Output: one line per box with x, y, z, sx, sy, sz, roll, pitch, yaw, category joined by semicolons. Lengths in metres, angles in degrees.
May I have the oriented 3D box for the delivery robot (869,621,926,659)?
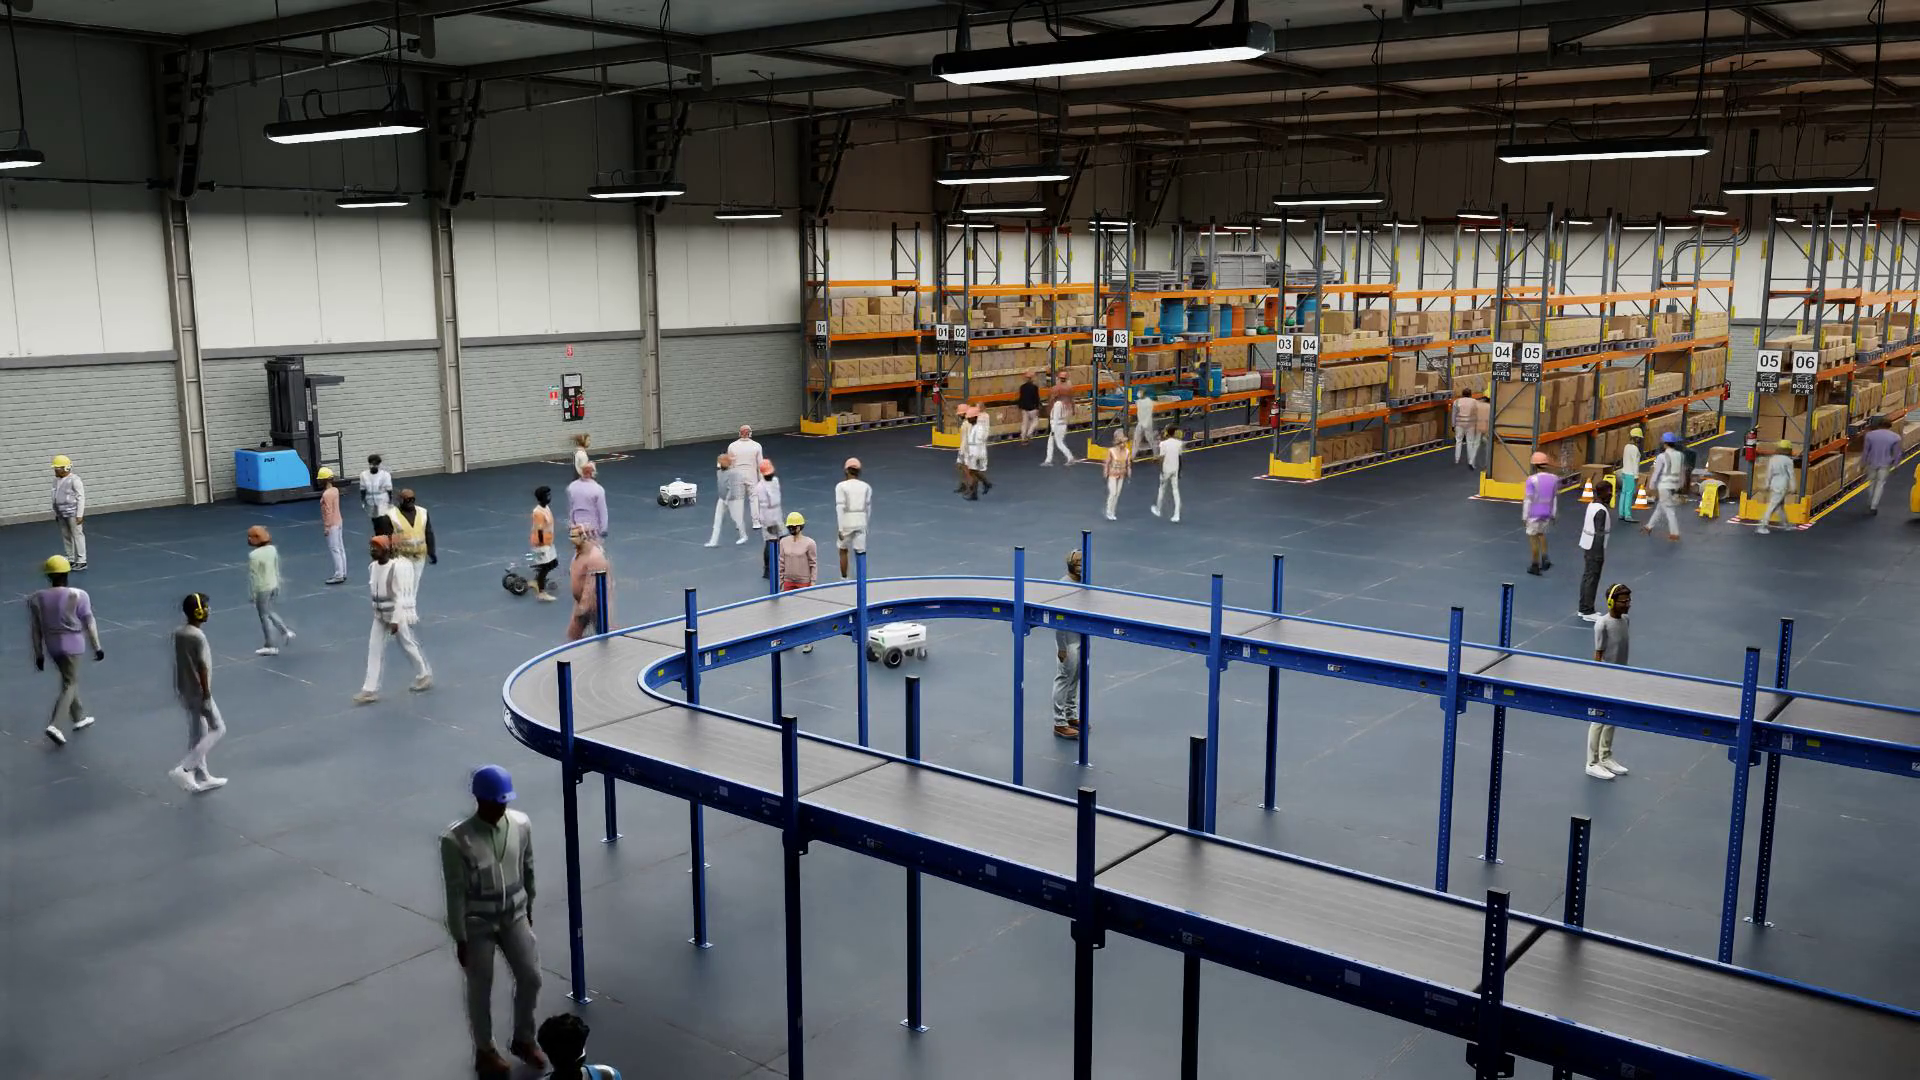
-0.761;1.183;19.097;0.707;0.478;0.477;-8;13;-39;delivery robot

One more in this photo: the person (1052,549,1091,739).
1.165;1.047;16.116;0.371;1.939;0.629;6;12;30;person

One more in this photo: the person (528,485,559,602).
-5.980;0.051;22.456;0.384;1.685;0.538;0;10;1;person

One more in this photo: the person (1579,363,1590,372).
19.138;-4.604;47.957;0.545;1.929;0.389;-3;11;-17;person

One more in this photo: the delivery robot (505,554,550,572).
-6.385;0.324;23.205;0.698;0.223;0.335;-6;12;-30;delivery robot

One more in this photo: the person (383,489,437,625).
-7.356;0.230;21.079;0.628;1.809;0.861;-9;14;-42;person

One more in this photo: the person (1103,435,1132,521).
2.994;-1.174;29.547;0.540;1.604;0.615;-6;12;-29;person

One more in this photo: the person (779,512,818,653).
-2.039;0.522;19.555;0.533;1.767;0.312;4;11;21;person

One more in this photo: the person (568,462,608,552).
-5.561;-0.222;23.395;0.665;1.889;0.506;5;11;24;person

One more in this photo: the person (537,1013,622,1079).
-1.680;2.832;6.746;0.540;1.695;0.317;-7;12;-36;person

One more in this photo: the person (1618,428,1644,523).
12.631;-1.223;29.405;0.328;1.760;0.524;0;10;1;person

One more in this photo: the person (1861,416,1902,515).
17.891;-1.459;30.366;0.647;1.879;1.023;8;13;37;person

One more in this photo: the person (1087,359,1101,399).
4.186;-4.796;49.254;0.567;1.848;0.389;8;13;39;person

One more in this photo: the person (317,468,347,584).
-9.555;-0.223;23.754;0.328;1.765;0.528;-1;10;-5;person

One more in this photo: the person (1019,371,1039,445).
1.843;-3.523;41.744;0.736;1.967;0.484;8;13;40;person

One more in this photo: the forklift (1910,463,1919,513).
19.034;-1.348;28.998;2.313;2.155;1.214;8;13;37;forklift

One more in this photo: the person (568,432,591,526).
-6.736;-1.005;27.953;0.452;1.836;0.532;-3;11;-17;person

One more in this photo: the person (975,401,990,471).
0.464;-2.431;36.552;0.497;1.633;0.284;8;13;37;person

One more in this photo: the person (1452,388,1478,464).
12.223;-2.765;37.844;0.630;1.842;0.429;4;11;21;person

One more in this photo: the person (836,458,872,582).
-1.570;-0.202;23.031;0.630;1.974;0.860;-6;12;-30;person

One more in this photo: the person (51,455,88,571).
-14.103;-0.431;24.731;0.593;1.832;0.403;5;11;25;person

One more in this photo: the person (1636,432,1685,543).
12.328;-0.945;27.440;0.634;1.891;0.983;-5;11;-28;person

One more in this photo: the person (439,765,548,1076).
-2.737;2.273;9.265;0.613;1.929;0.579;-9;14;-42;person

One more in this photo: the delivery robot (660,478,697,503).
-5.639;-0.994;31.352;0.707;0.478;0.477;-9;13;-41;delivery robot

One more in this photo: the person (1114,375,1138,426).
4.418;-3.377;41.104;0.674;1.899;1.027;6;12;31;person

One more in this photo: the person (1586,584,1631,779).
6.170;1.322;14.802;0.516;1.865;0.327;-8;13;-36;person

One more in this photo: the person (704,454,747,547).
-4.007;-0.690;26.883;0.501;1.591;0.839;8;13;40;person

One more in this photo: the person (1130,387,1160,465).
4.411;-2.736;37.594;1.030;1.879;0.647;-6;12;-30;person

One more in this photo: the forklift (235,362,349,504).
-13.803;-2.244;32.110;1.129;2.768;1.873;8;13;37;forklift

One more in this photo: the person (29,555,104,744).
-9.181;1.099;15.982;0.590;1.892;0.929;1;10;3;person

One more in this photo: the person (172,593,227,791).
-7.016;1.408;14.359;0.508;1.849;0.471;8;13;37;person

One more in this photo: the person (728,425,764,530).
-3.893;-1.142;28.528;0.652;1.906;0.405;0;10;-1;person

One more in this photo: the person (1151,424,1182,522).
3.956;-1.283;29.568;0.539;1.815;1.020;-3;11;-18;person

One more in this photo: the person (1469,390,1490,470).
12.339;-2.605;36.854;0.588;1.883;0.982;8;13;39;person

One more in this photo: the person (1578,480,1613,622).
8.653;0.133;21.317;0.391;1.918;0.590;2;10;11;person

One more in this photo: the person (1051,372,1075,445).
2.762;-3.490;41.578;0.608;1.959;0.879;3;11;17;person

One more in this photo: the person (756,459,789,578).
-2.891;-0.324;24.012;0.456;1.879;0.651;7;12;33;person

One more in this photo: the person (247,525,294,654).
-8.620;0.619;19.408;0.379;1.624;0.500;1;10;5;person

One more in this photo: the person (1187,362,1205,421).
7.332;-4.597;48.288;0.598;1.796;0.889;7;12;34;person

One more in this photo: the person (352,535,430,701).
-6.380;0.847;17.542;0.589;1.844;0.978;5;11;28;person

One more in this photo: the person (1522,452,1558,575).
9.016;-0.418;24.404;0.583;1.921;0.398;-3;10;-14;person

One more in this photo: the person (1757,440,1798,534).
14.738;-0.960;28.102;0.923;1.690;0.493;-3;10;-14;person

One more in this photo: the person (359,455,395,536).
-9.813;-0.618;26.324;0.558;1.641;0.749;1;10;5;person

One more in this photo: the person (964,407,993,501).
0.369;-1.780;32.101;0.593;1.918;0.537;-4;11;-23;person

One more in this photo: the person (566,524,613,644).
-4.360;0.747;18.027;0.968;1.862;0.661;-8;13;-38;person

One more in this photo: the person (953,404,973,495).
0.066;-1.890;32.746;0.629;1.901;0.547;-1;10;-8;person

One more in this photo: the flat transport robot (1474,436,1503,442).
14.737;-2.817;42.676;1.431;0.197;0.652;-5;11;-25;flat transport robot

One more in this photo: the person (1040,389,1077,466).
2.375;-2.667;37.312;0.876;1.862;0.583;0;10;2;person
